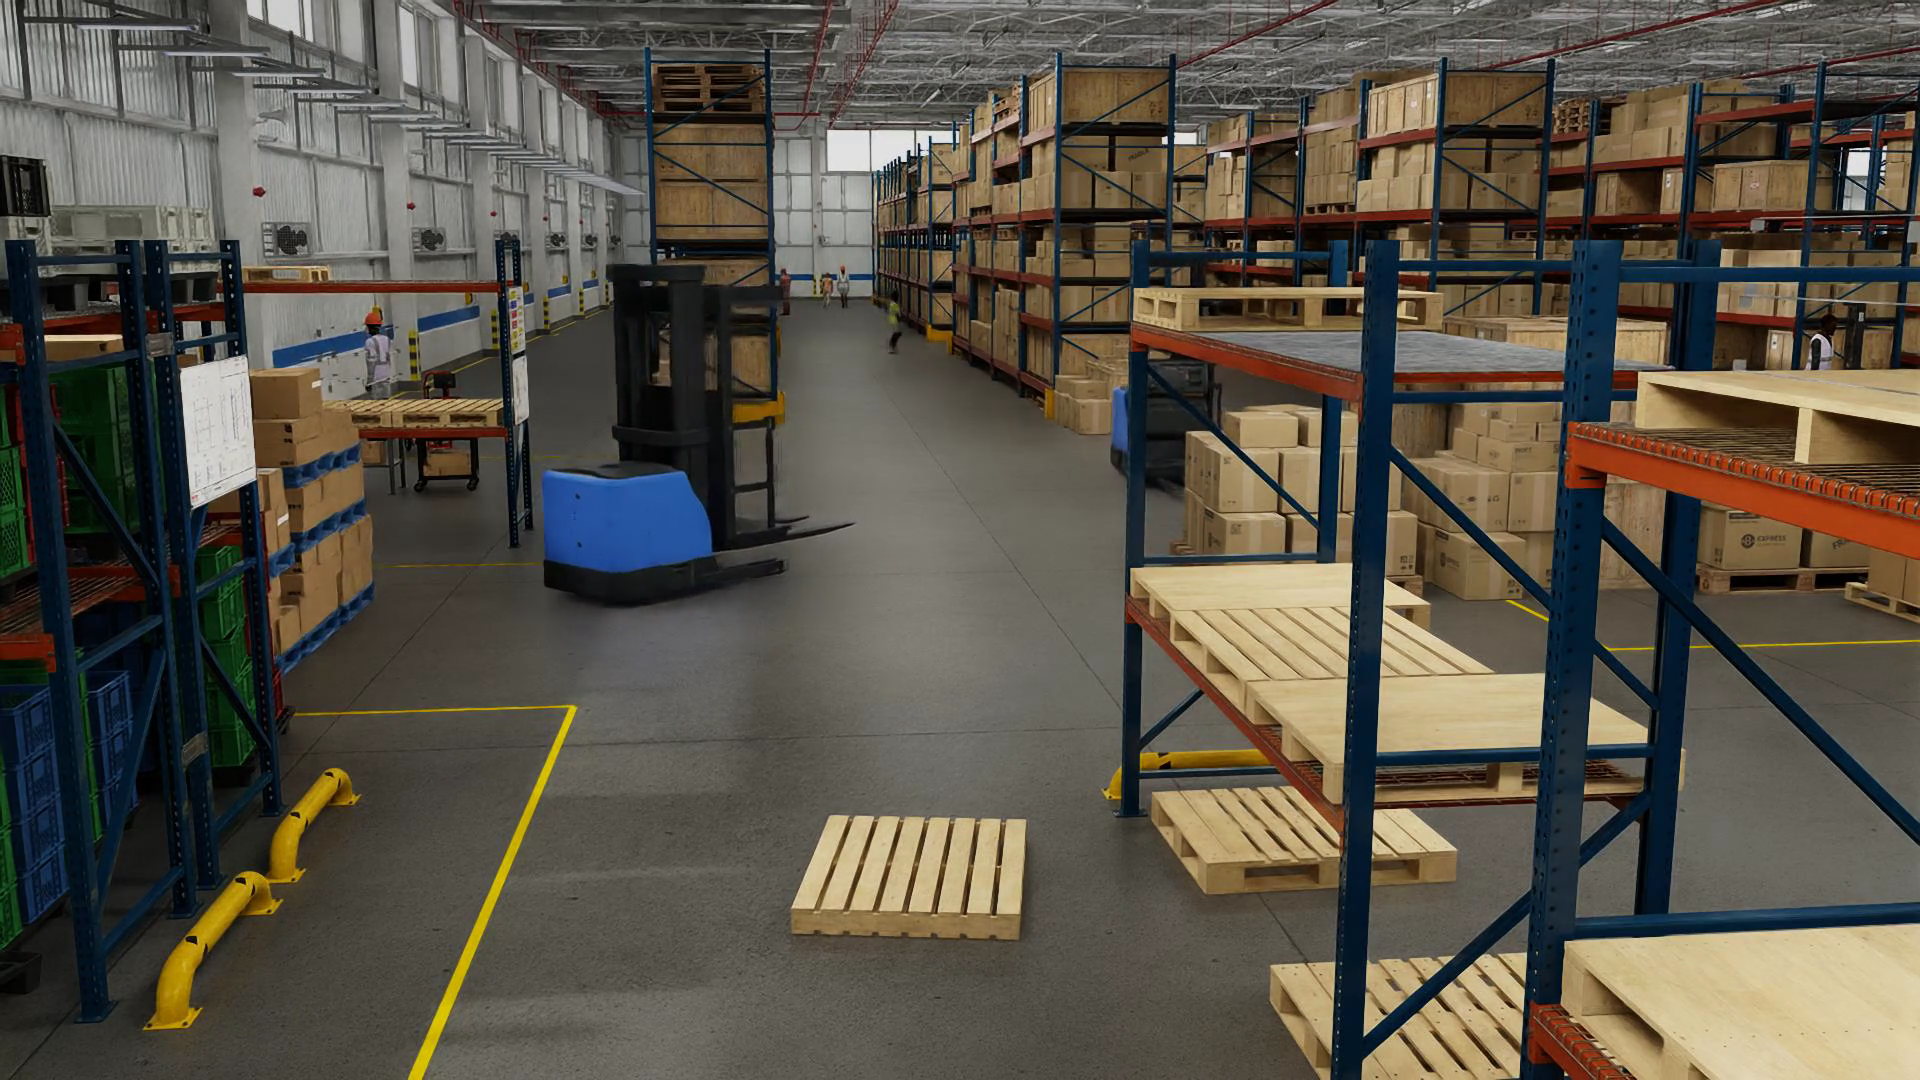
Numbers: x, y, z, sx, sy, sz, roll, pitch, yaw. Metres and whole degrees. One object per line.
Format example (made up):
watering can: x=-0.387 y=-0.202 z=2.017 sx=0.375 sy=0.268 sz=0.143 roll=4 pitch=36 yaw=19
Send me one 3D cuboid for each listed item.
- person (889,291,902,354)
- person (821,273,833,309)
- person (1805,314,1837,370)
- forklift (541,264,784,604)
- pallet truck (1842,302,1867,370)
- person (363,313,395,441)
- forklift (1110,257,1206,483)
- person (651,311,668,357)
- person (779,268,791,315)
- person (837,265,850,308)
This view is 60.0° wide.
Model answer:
person: x=-1.697 y=-5.799 z=44.395 sx=0.439 sy=1.683 sz=0.540 roll=-1 pitch=10 yaw=-8
person: x=-5.891 y=-11.071 z=73.857 sx=0.519 sy=1.582 sz=0.913 roll=0 pitch=10 yaw=-1
person: x=13.138 y=-2.491 z=25.434 sx=0.397 sy=1.911 sz=0.587 roll=10 pitch=14 yaw=43
forklift: x=-2.614 y=-0.991 z=14.426 sx=1.129 sy=2.768 sz=1.873 roll=9 pitch=13 yaw=40
pallet truck: x=15.846 y=-3.142 z=28.793 sx=1.885 sy=1.965 sz=0.823 roll=2 pitch=10 yaw=12
person: x=-8.819 y=-2.459 z=25.171 sx=0.360 sy=1.939 sz=0.543 roll=2 pitch=10 yaw=13
forklift: x=2.631 y=-2.235 z=21.317 sx=1.129 sy=2.768 sz=1.873 roll=-1 pitch=10 yaw=-6
person: x=-7.972 y=-5.731 z=43.435 sx=0.663 sy=1.881 sz=0.664 roll=-8 pitch=13 yaw=-37
person: x=-7.102 y=-10.032 z=67.242 sx=0.402 sy=1.902 sz=0.639 roll=5 pitch=11 yaw=26
person: x=-5.204 y=-11.294 z=74.226 sx=0.555 sy=1.902 sz=0.592 roll=-1 pitch=10 yaw=-4
